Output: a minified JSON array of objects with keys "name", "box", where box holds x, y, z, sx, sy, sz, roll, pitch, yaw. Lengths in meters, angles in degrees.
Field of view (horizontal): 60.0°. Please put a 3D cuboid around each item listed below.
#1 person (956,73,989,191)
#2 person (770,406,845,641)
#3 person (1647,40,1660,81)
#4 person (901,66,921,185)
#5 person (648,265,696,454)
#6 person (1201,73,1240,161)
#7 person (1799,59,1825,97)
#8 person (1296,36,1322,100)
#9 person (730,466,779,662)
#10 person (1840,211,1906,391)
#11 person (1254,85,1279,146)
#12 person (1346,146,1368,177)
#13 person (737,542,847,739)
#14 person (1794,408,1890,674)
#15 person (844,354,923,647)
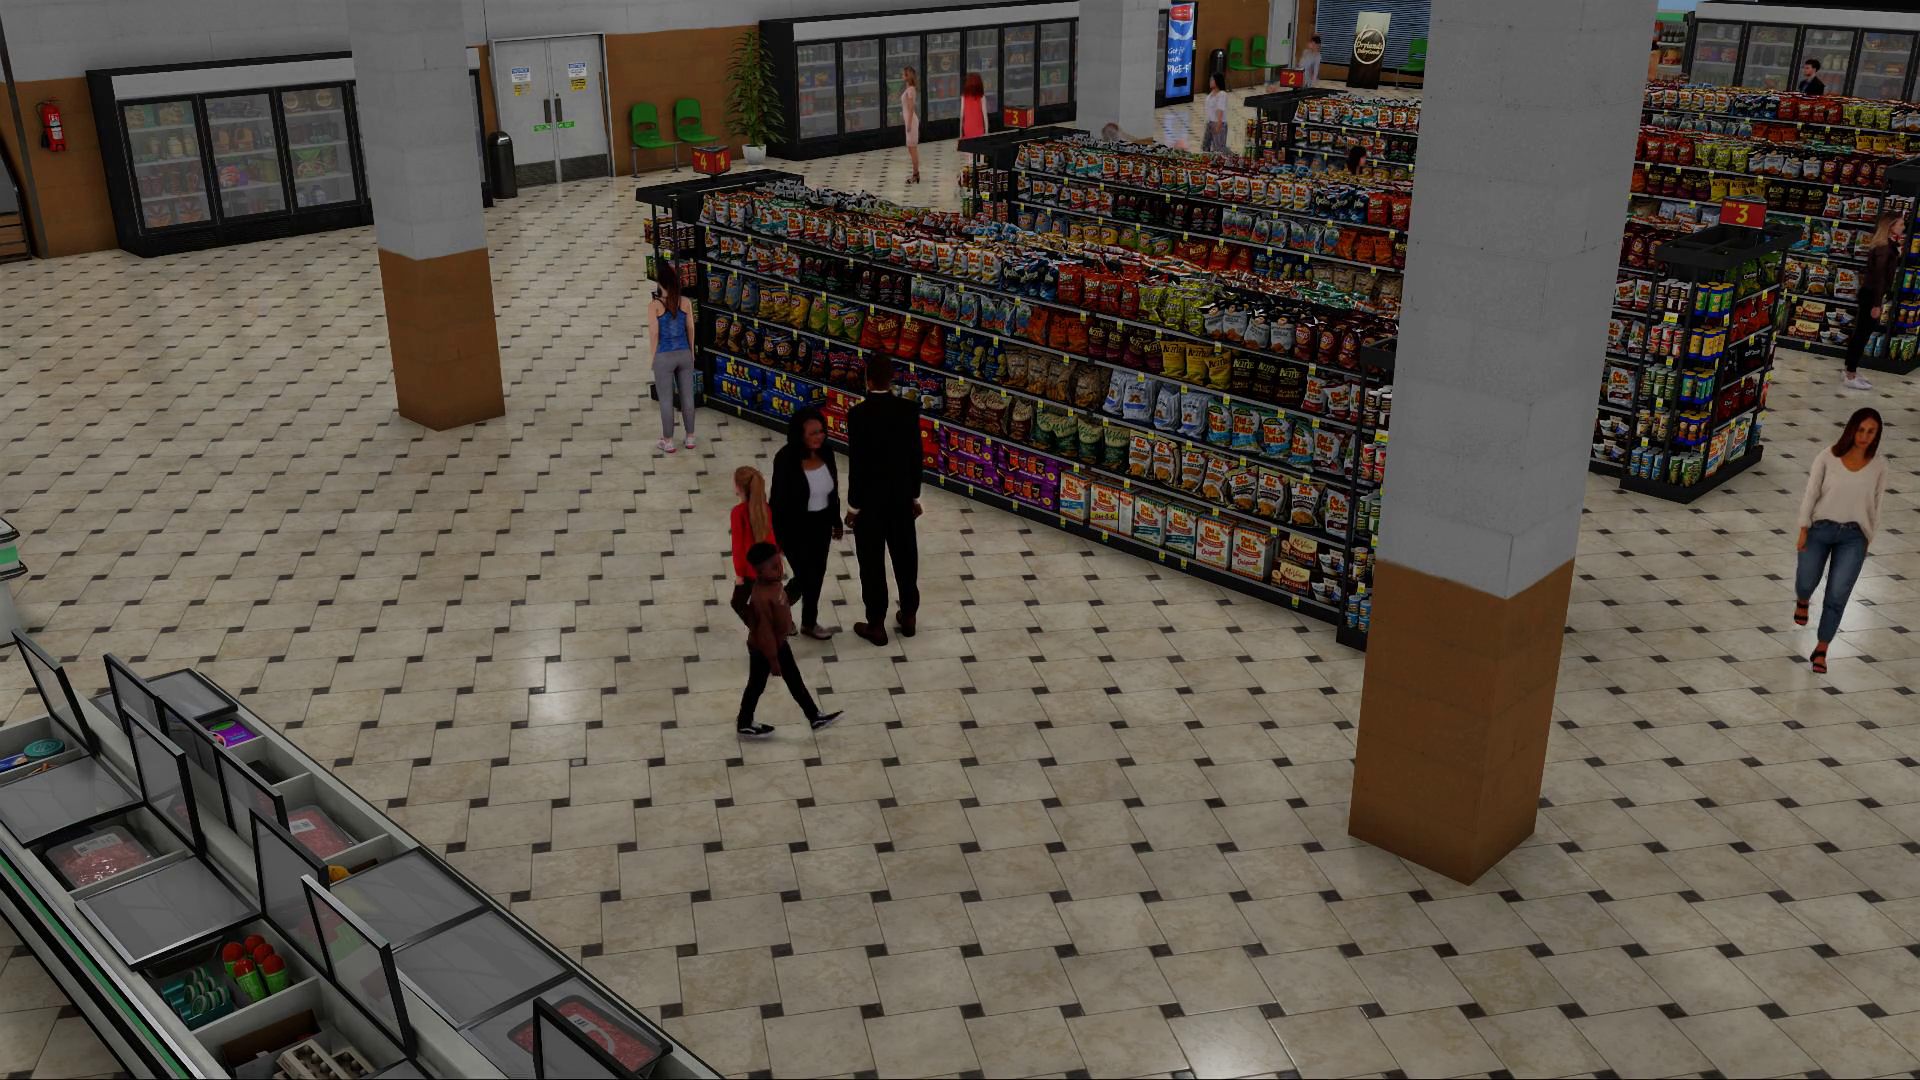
[{"name":"person","box":[0.169,-6.228,25.599,1.069,1.804,0.880,11,24,25]},{"name":"person","box":[-1.052,-0.108,10.640,0.746,1.599,0.728,15,26,33]},{"name":"person","box":[12.978,-8.570,31.494,0.676,1.755,0.607,-17,27,-36]},{"name":"person","box":[-0.767,-6.616,26.531,0.699,1.829,0.651,1,22,3]},{"name":"person","box":[-2.459,-1.557,14.233,0.617,1.610,0.625,-13,25,-28]},{"name":"person","box":[4.240,-6.743,27.075,0.996,1.658,1.060,-7,23,-18]},{"name":"person","box":[13.796,-6.828,27.004,1.184,1.869,1.186,-3,22,-7]},{"name":"person","box":[6.574,-8.666,31.645,0.821,1.820,0.639,-6,23,-14]},{"name":"person","box":[-1.243,0.181,10.367,0.617,1.267,0.542,15,26,33]},{"name":"person","box":[8.775,-2.321,16.010,0.628,1.703,0.668,9,24,22]},{"name":"person","box":[4.618,-5.946,25.030,1.111,1.705,0.893,9,24,22]},{"name":"person","box":[4.665,-3.952,20.174,0.586,1.625,0.630,20,29,40]},{"name":"person","box":[-1.149,0.595,9.394,0.930,1.224,0.828,2,22,4]},{"name":"person","box":[5.468,-0.047,10.421,1.046,1.651,0.883,11,24,25]},{"name":"person","box":[-0.484,-0.262,10.615,0.764,1.904,0.736,-11,24,-24]}]
